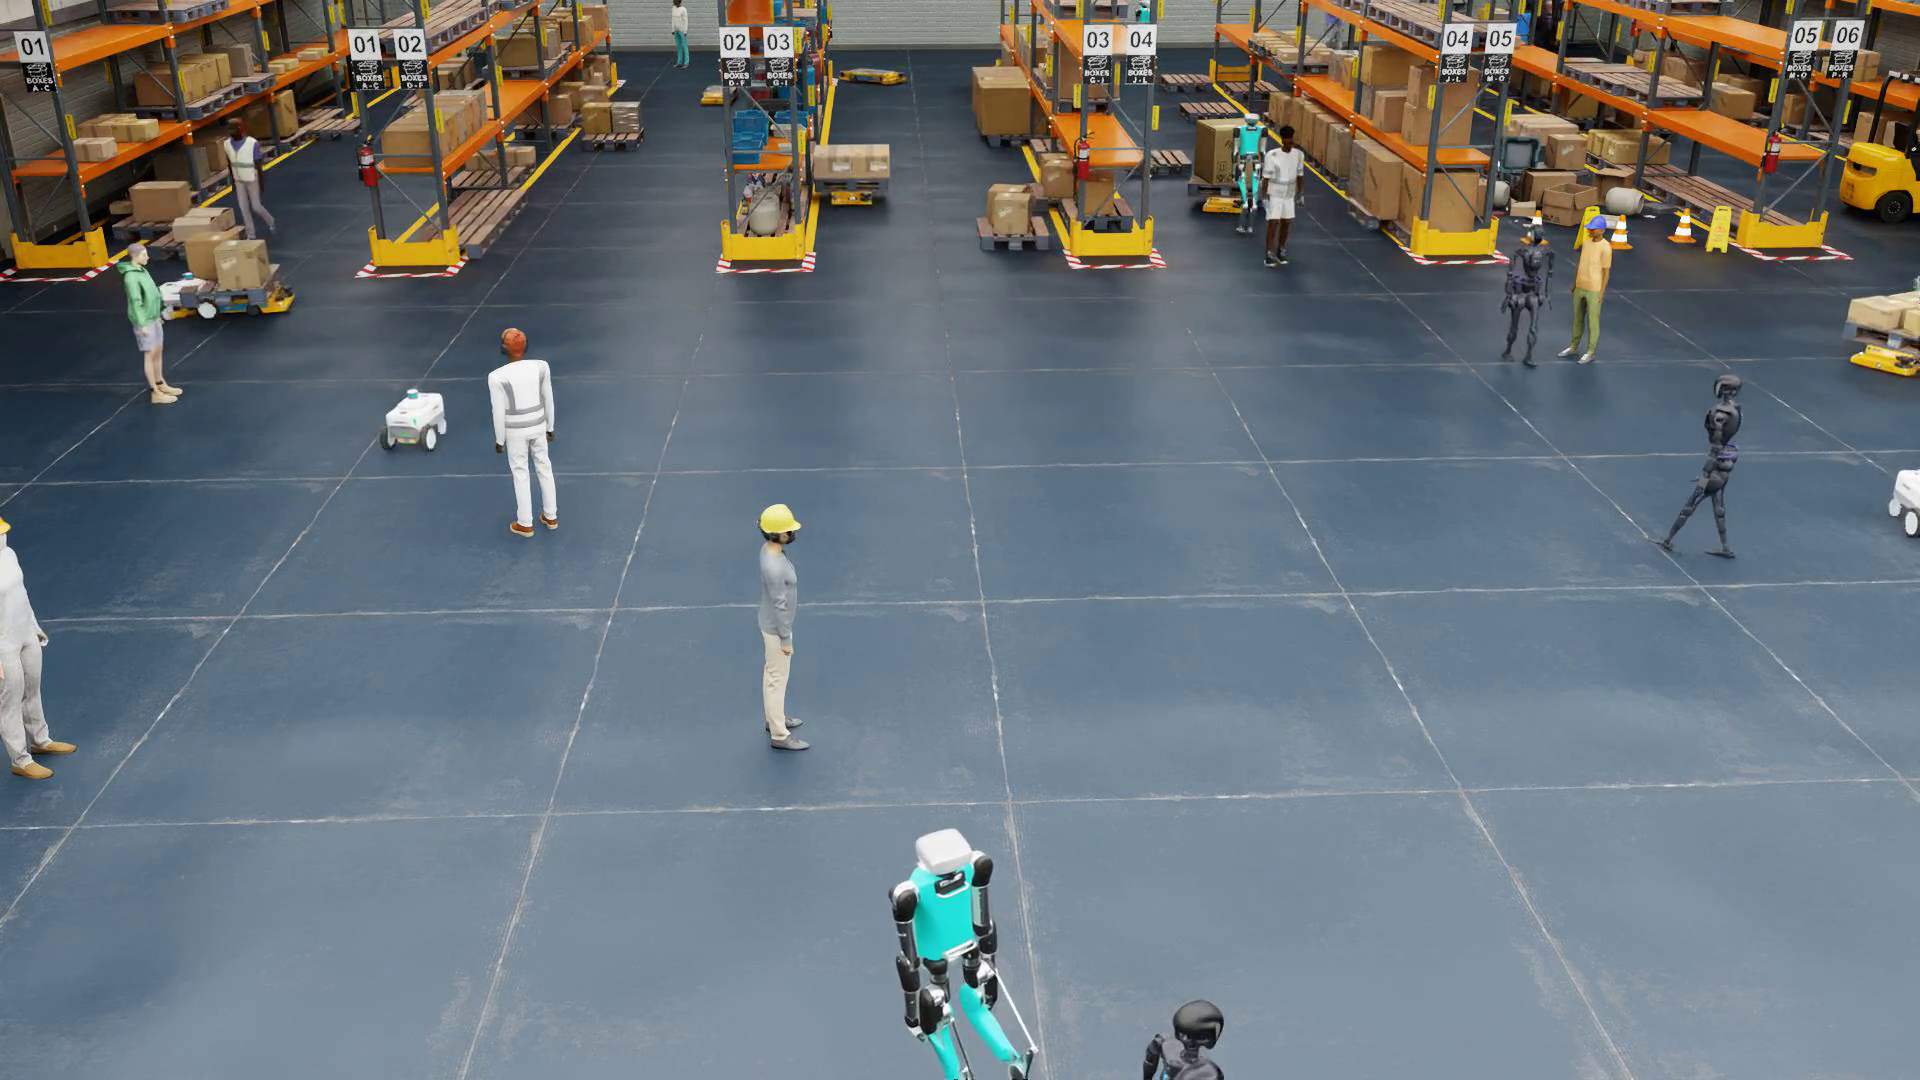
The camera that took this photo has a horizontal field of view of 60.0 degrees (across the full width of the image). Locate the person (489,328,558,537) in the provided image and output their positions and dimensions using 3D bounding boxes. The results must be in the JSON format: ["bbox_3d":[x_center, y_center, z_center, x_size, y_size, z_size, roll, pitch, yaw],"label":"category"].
[{"bbox_3d":[-3.827,-0.948,14.621,0.574,1.882,0.356,-19,30,-37],"label":"person"}]

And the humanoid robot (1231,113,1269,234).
[{"bbox_3d":[4.332,-5.418,24.816,0.532,1.780,0.672,-1,24,-2],"label":"humanoid robot"}]

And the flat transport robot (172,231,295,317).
[{"bbox_3d":[-9.353,-3.064,21.357,1.431,0.231,0.659,-4,24,-10],"label":"flat transport robot"}]

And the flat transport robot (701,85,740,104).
[{"bbox_3d":[-5.234,-9.741,36.361,0.659,0.231,1.431,0,24,1],"label":"flat transport robot"}]

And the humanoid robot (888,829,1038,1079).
[{"bbox_3d":[0.064,2.241,7.681,0.552,1.830,0.759,-16,29,-32],"label":"humanoid robot"}]

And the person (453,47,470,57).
[{"bbox_3d":[-11.361,-11.087,37.628,0.535,1.696,0.318,2,24,4],"label":"person"}]

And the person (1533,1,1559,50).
[{"bbox_3d":[13.582,-11.627,38.719,0.529,1.809,0.978,-10,26,-21],"label":"person"}]

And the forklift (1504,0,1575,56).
[{"bbox_3d":[14.700,-13.805,42.301,1.873,2.768,1.129,-1,24,-2],"label":"forklift"}]

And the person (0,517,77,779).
[{"bbox_3d":[-6.274,0.664,10.983,0.356,1.896,0.558,1,24,2],"label":"person"}]

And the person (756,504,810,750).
[{"bbox_3d":[-1.216,0.580,11.326,0.313,1.769,0.524,-4,24,-10],"label":"person"}]

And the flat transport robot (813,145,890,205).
[{"bbox_3d":[-1.767,-5.744,27.378,0.659,0.231,1.431,-1,24,-2],"label":"flat transport robot"}]

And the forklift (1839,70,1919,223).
[{"bbox_3d":[15.132,-6.143,25.915,2.313,2.155,1.214,-1,24,-2],"label":"forklift"}]

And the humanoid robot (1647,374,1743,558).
[{"bbox_3d":[6.388,-0.647,14.222,0.718,1.630,0.616,14,28,29],"label":"humanoid robot"}]

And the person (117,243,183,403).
[{"bbox_3d":[-8.750,-2.341,17.936,0.370,1.732,0.477,-2,24,-5],"label":"person"}]

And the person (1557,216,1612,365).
[{"bbox_3d":[7.231,-2.885,19.172,0.359,1.717,0.460,-11,26,-23],"label":"person"}]

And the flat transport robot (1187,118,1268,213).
[{"bbox_3d":[4.322,-5.540,26.921,0.659,0.231,1.431,5,25,12],"label":"flat transport robot"}]

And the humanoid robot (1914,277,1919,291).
[{"bbox_3d":[11.757,-3.255,19.901,0.542,1.745,0.671,-22,32,-40],"label":"humanoid robot"}]

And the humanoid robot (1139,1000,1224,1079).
[{"bbox_3d":[0.945,2.605,6.941,0.772,1.623,0.616,-16,28,-31],"label":"humanoid robot"}]

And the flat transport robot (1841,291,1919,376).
[{"bbox_3d":[11.104,-2.203,19.423,1.431,0.231,0.659,-17,29,-33],"label":"flat transport robot"}]

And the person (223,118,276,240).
[{"bbox_3d":[-10.436,-5.273,24.395,0.574,1.830,0.546,5,24,11],"label":"person"}]

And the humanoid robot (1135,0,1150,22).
[{"bbox_3d":[4.139,-11.841,39.115,0.533,1.673,0.735,-18,30,-35],"label":"humanoid robot"}]

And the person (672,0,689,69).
[{"bbox_3d":[-6.824,-12.390,40.470,0.524,1.769,0.313,20,31,38],"label":"person"}]

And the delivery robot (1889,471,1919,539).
[{"bbox_3d":[8.688,-0.335,14.879,0.499,0.599,0.774,1,24,2],"label":"delivery robot"}]

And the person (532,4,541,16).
[{"bbox_3d":[-10.479,-12.620,40.895,0.418,1.853,0.565,-7,25,-15],"label":"person"}]

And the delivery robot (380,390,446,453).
[{"bbox_3d":[-5.522,-1.235,16.885,0.499,0.585,0.765,3,24,6],"label":"delivery robot"}]

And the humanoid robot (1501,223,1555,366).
[{"bbox_3d":[6.528,-2.829,19.109,0.588,1.646,0.475,-2,24,-5],"label":"humanoid robot"}]

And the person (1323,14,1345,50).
[{"bbox_3d":[9.350,-12.820,41.459,0.946,1.750,0.612,-2,24,-4],"label":"person"}]

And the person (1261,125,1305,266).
[{"bbox_3d":[4.522,-4.823,23.253,0.694,1.947,0.382,-8,25,-18],"label":"person"}]

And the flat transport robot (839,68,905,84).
[{"bbox_3d":[-2.055,-10.797,38.734,1.431,0.231,0.659,14,27,28],"label":"flat transport robot"}]

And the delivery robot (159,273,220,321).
[{"bbox_3d":[-9.696,-3.082,21.044,0.791,0.592,0.499,-2,24,-4],"label":"delivery robot"}]
